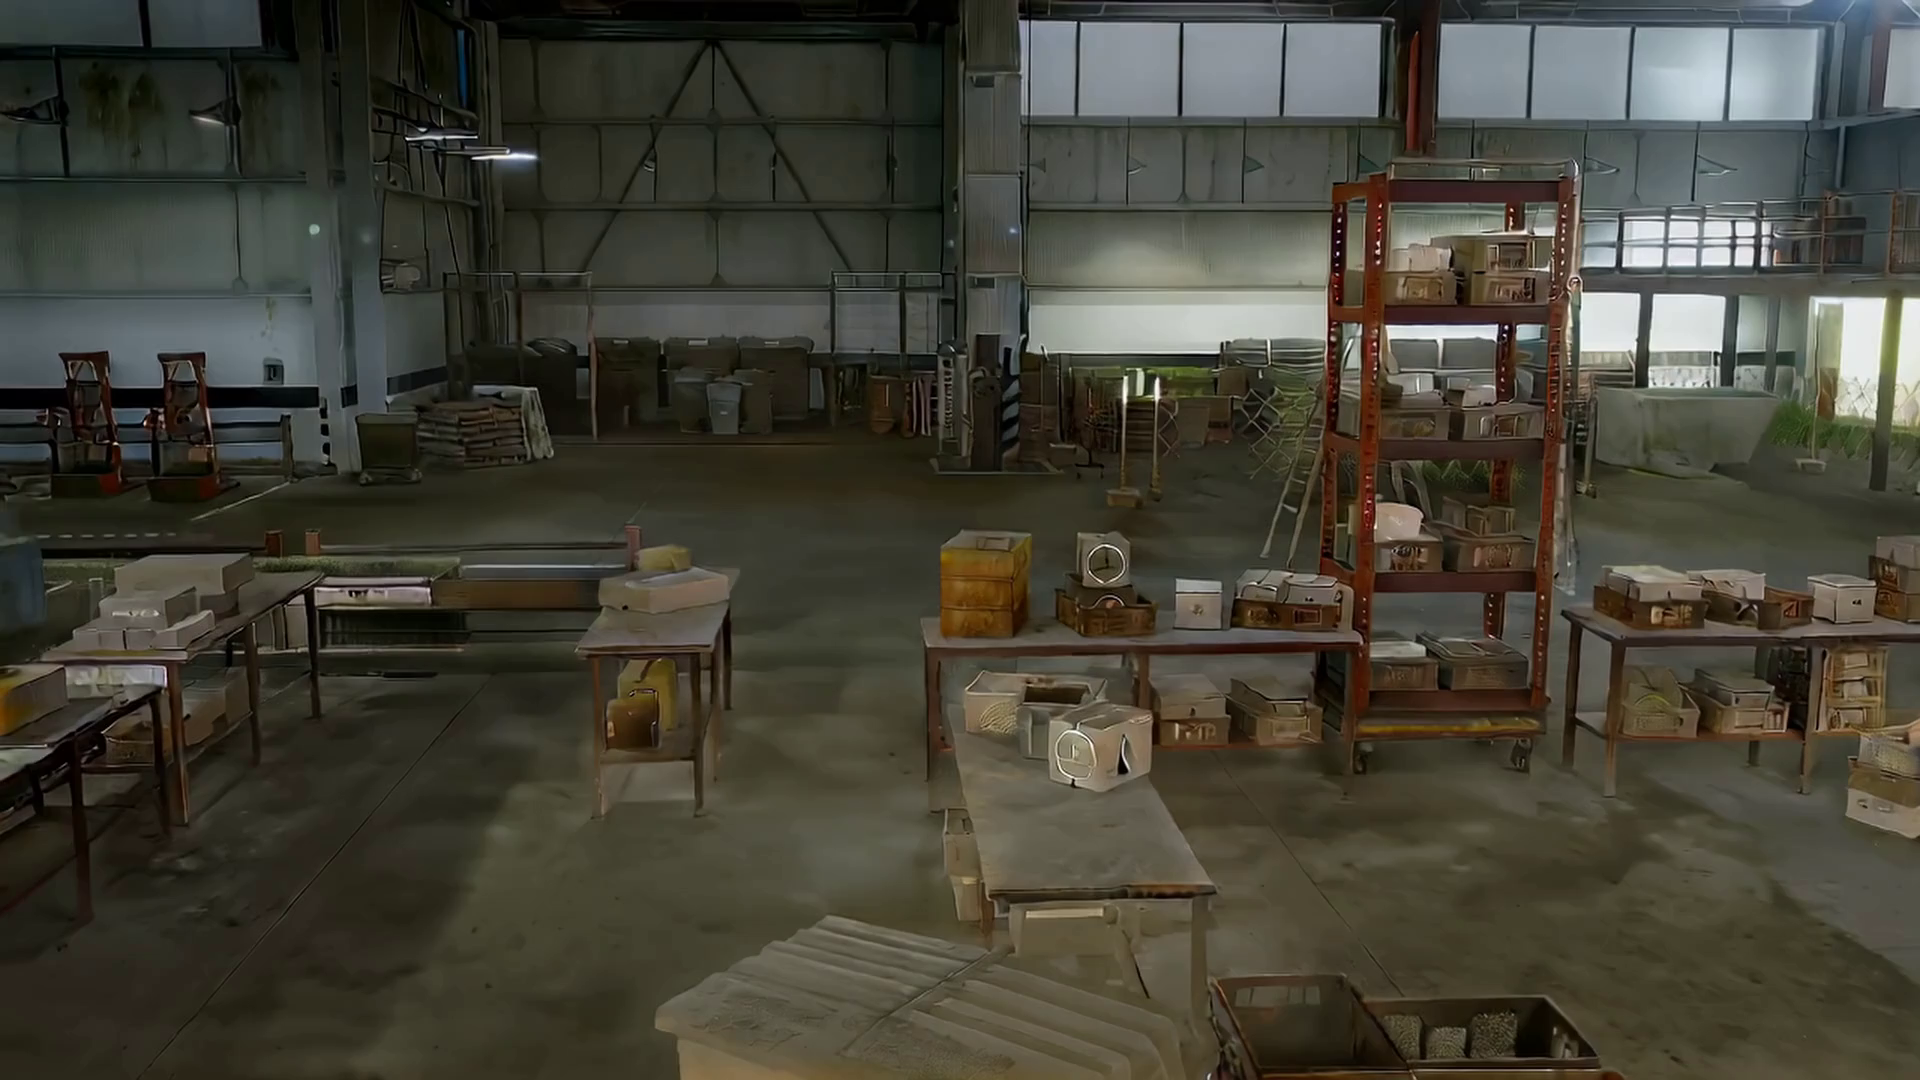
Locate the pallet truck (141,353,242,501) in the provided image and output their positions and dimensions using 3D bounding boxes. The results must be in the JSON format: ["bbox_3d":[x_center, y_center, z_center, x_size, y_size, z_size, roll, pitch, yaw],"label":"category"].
[{"bbox_3d":[-10.520,-1.604,22.925,0.823,1.965,1.885,-1,9,-6],"label":"pallet truck"}]

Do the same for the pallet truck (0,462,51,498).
[{"bbox_3d":[-13.193,-1.293,23.148,0.653,1.274,1.630,-1,9,-4],"label":"pallet truck"}]

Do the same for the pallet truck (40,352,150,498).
[{"bbox_3d":[-11.907,-1.642,23.165,0.823,1.965,1.885,0,9,0],"label":"pallet truck"}]
